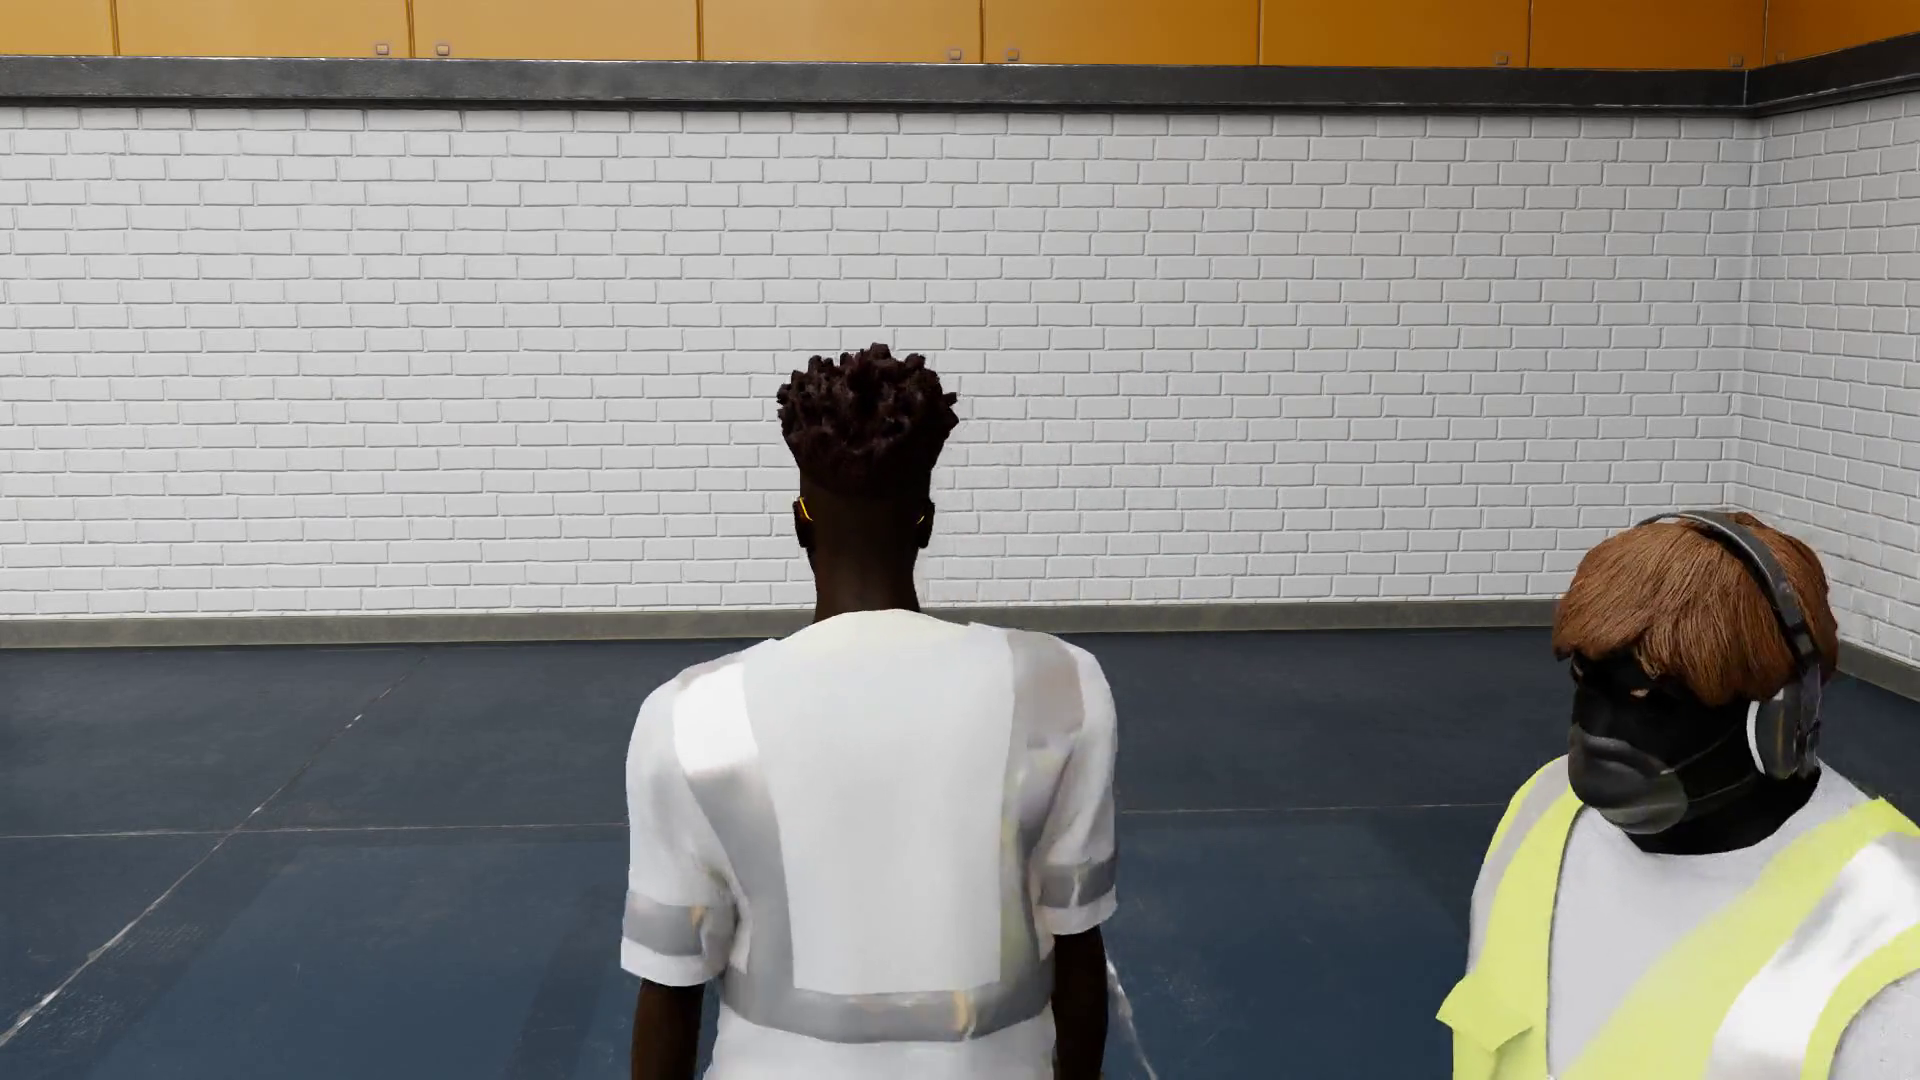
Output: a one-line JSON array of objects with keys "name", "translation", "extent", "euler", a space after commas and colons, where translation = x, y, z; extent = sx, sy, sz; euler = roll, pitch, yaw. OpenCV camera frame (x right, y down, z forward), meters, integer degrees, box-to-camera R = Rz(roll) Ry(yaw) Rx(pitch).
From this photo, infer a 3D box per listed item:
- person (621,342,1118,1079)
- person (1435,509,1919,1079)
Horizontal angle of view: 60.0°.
[{"name": "person", "translation": [-0.096, 0.742, 2.002], "extent": [0.637, 1.943, 0.622], "euler": [-1, 9, -7]}, {"name": "person", "translation": [0.612, 0.873, 1.572], "extent": [0.571, 1.813, 0.624], "euler": [-4, 10, -21]}]
